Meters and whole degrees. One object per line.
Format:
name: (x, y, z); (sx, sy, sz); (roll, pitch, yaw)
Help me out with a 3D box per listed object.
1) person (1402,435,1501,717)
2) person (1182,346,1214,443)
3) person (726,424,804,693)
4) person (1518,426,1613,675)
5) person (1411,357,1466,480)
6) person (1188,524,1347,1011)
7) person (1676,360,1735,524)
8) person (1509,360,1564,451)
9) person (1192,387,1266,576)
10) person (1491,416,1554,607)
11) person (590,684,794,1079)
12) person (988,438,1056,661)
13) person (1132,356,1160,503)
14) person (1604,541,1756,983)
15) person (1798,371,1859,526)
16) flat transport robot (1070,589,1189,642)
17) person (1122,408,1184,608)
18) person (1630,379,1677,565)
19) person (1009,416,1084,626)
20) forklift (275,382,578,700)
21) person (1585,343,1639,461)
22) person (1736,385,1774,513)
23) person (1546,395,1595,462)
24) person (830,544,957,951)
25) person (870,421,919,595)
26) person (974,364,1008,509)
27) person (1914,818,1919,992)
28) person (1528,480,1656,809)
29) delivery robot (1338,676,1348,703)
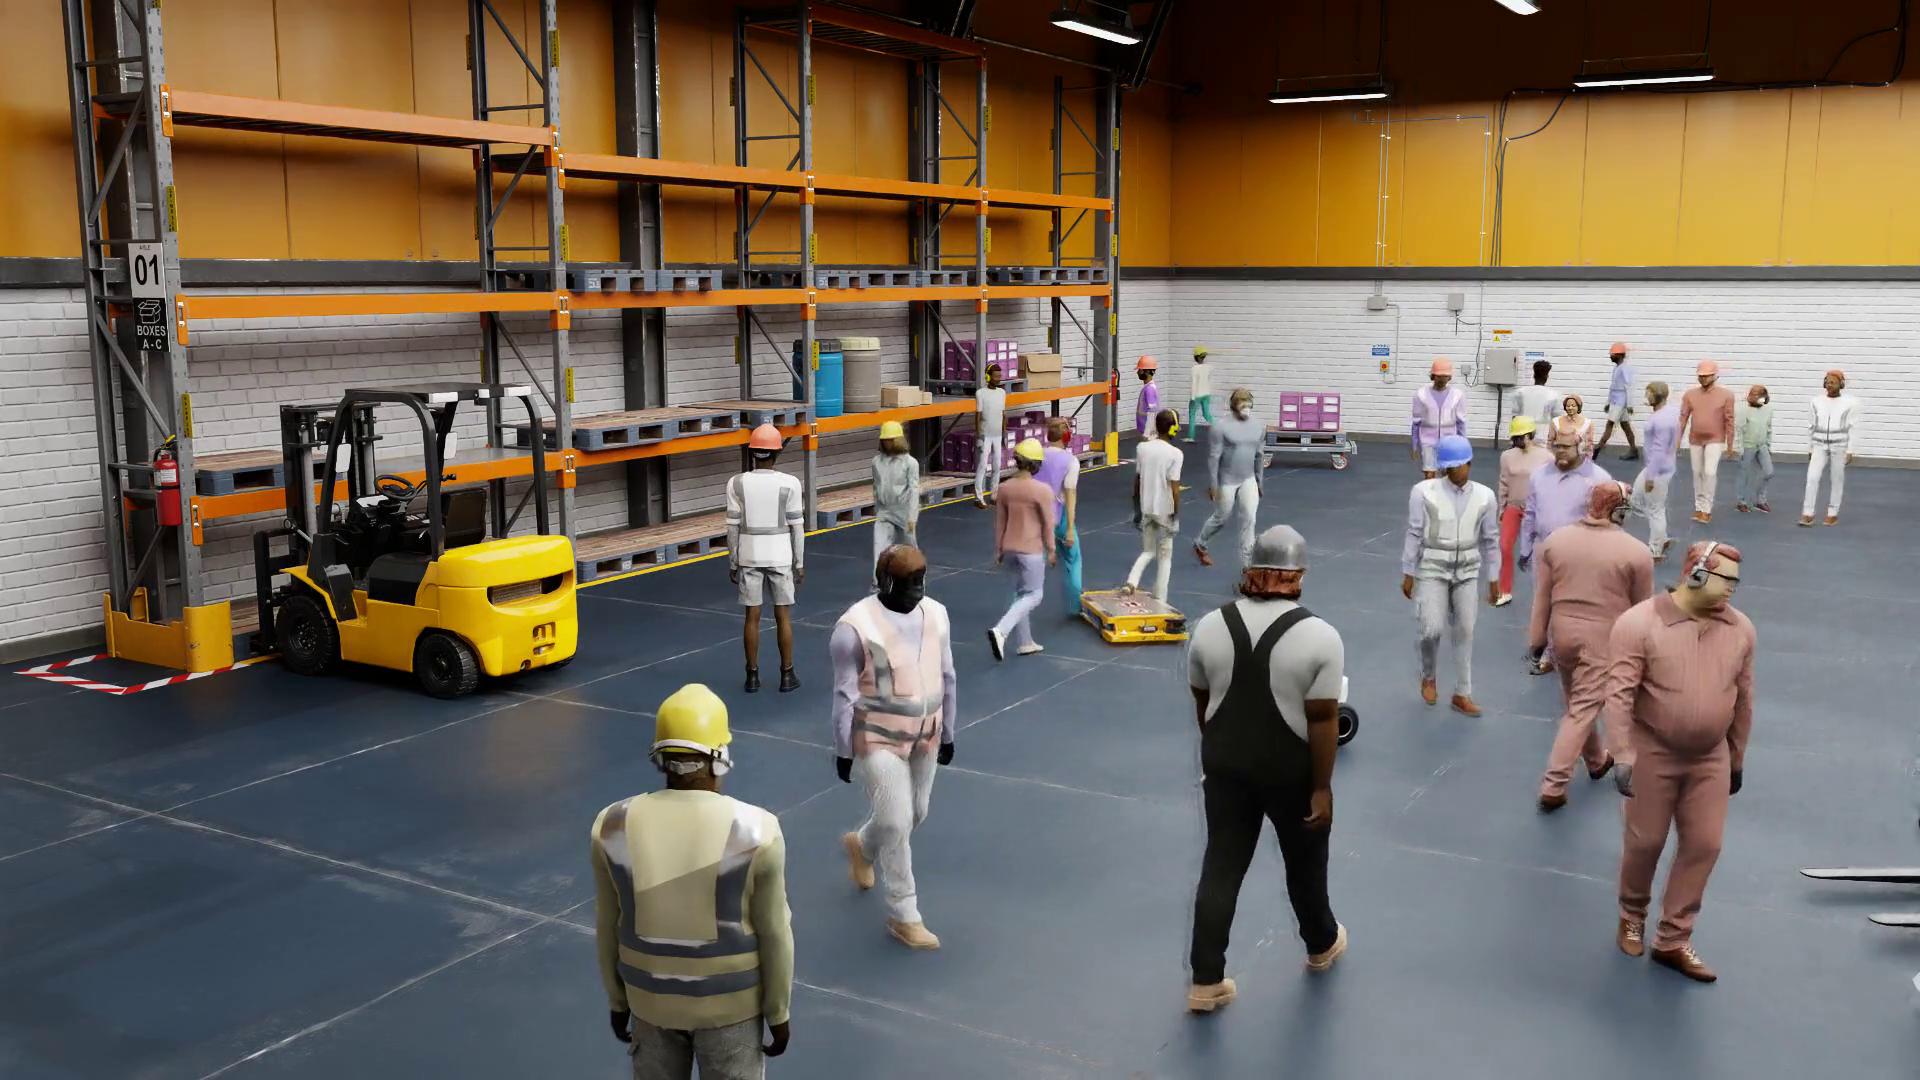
person: (3.355, 0.237, 11.350); (0.648, 1.930, 0.432); (-1, 9, -5)
person: (4.287, -2.568, 29.417); (0.531, 1.738, 0.773); (-6, 11, -35)
person: (-1.392, 0.134, 11.965); (0.551, 1.934, 0.372); (0, 9, 1)
person: (4.519, 0.085, 12.434); (0.478, 1.894, 0.651); (-9, 13, -44)
person: (5.665, -1.158, 19.749); (0.619, 2.032, 0.618); (1, 9, 9)
person: (1.269, 0.889, 6.926); (0.688, 2.000, 1.020); (6, 11, 33)
person: (8.971, -1.186, 20.098); (0.649, 1.964, 0.745); (8, 12, 41)
person: (7.252, -1.280, 20.798); (0.616, 1.927, 0.887); (7, 11, 36)
person: (2.702, -0.595, 16.666); (0.639, 1.904, 0.922); (-4, 10, -22)
person: (5.084, -0.252, 15.029); (0.517, 1.723, 0.765); (7, 12, 38)
person: (-0.771, 1.326, 4.877); (0.593, 1.825, 0.403); (1, 9, 9)
person: (0.453, 0.081, 12.890); (0.522, 1.740, 0.674); (8, 12, 42)
person: (2.440, -1.438, 21.776); (0.358, 1.938, 0.542); (1, 9, 6)
person: (3.111, 0.932, 7.182); (0.688, 1.867, 0.537); (0, 9, -1)
person: (10.282, -1.067, 19.688); (0.572, 1.852, 0.841); (8, 12, 41)
flat transport robot: (1.416, 0.623, 14.093); (0.652, 0.197, 1.431); (-2, 9, -10)
person: (1.686, -0.225, 14.489); (0.536, 1.843, 0.565); (8, 12, 40)
person: (7.127, -0.686, 17.109); (0.436, 1.925, 0.656); (3, 10, 19)
person: (0.774, -0.158, 14.235); (0.952, 1.801, 0.578); (-9, 13, -44)
forklift: (-3.974, -0.067, 12.417); (2.313, 2.155, 1.214); (5, 11, 30)
person: (10.494, -2.211, 26.720); (0.985, 1.888, 0.573); (1, 9, 8)
person: (10.008, -1.130, 20.838); (0.540, 1.616, 0.569); (-2, 9, -13)
person: (6.938, -0.838, 18.957); (0.513, 1.641, 0.307); (4, 10, 25)
person: (-0.332, 0.891, 7.658); (0.631, 1.815, 0.822); (-7, 12, -39)
person: (-0.577, -0.231, 14.986); (0.502, 1.695, 0.895); (4, 10, 24)
person: (0.400, -1.326, 21.335); (0.505, 1.860, 0.320); (-7, 12, -39)
person: (4.086, 1.020, 6.568); (0.618, 1.891, 0.464); (-5, 10, -30)
person: (3.626, 0.579, 9.482); (1.052, 1.843, 0.657); (-8, 12, -42)
delivery robot: (2.121, 0.983, 10.672); (0.707, 0.478, 0.477); (-3, 10, -20)
